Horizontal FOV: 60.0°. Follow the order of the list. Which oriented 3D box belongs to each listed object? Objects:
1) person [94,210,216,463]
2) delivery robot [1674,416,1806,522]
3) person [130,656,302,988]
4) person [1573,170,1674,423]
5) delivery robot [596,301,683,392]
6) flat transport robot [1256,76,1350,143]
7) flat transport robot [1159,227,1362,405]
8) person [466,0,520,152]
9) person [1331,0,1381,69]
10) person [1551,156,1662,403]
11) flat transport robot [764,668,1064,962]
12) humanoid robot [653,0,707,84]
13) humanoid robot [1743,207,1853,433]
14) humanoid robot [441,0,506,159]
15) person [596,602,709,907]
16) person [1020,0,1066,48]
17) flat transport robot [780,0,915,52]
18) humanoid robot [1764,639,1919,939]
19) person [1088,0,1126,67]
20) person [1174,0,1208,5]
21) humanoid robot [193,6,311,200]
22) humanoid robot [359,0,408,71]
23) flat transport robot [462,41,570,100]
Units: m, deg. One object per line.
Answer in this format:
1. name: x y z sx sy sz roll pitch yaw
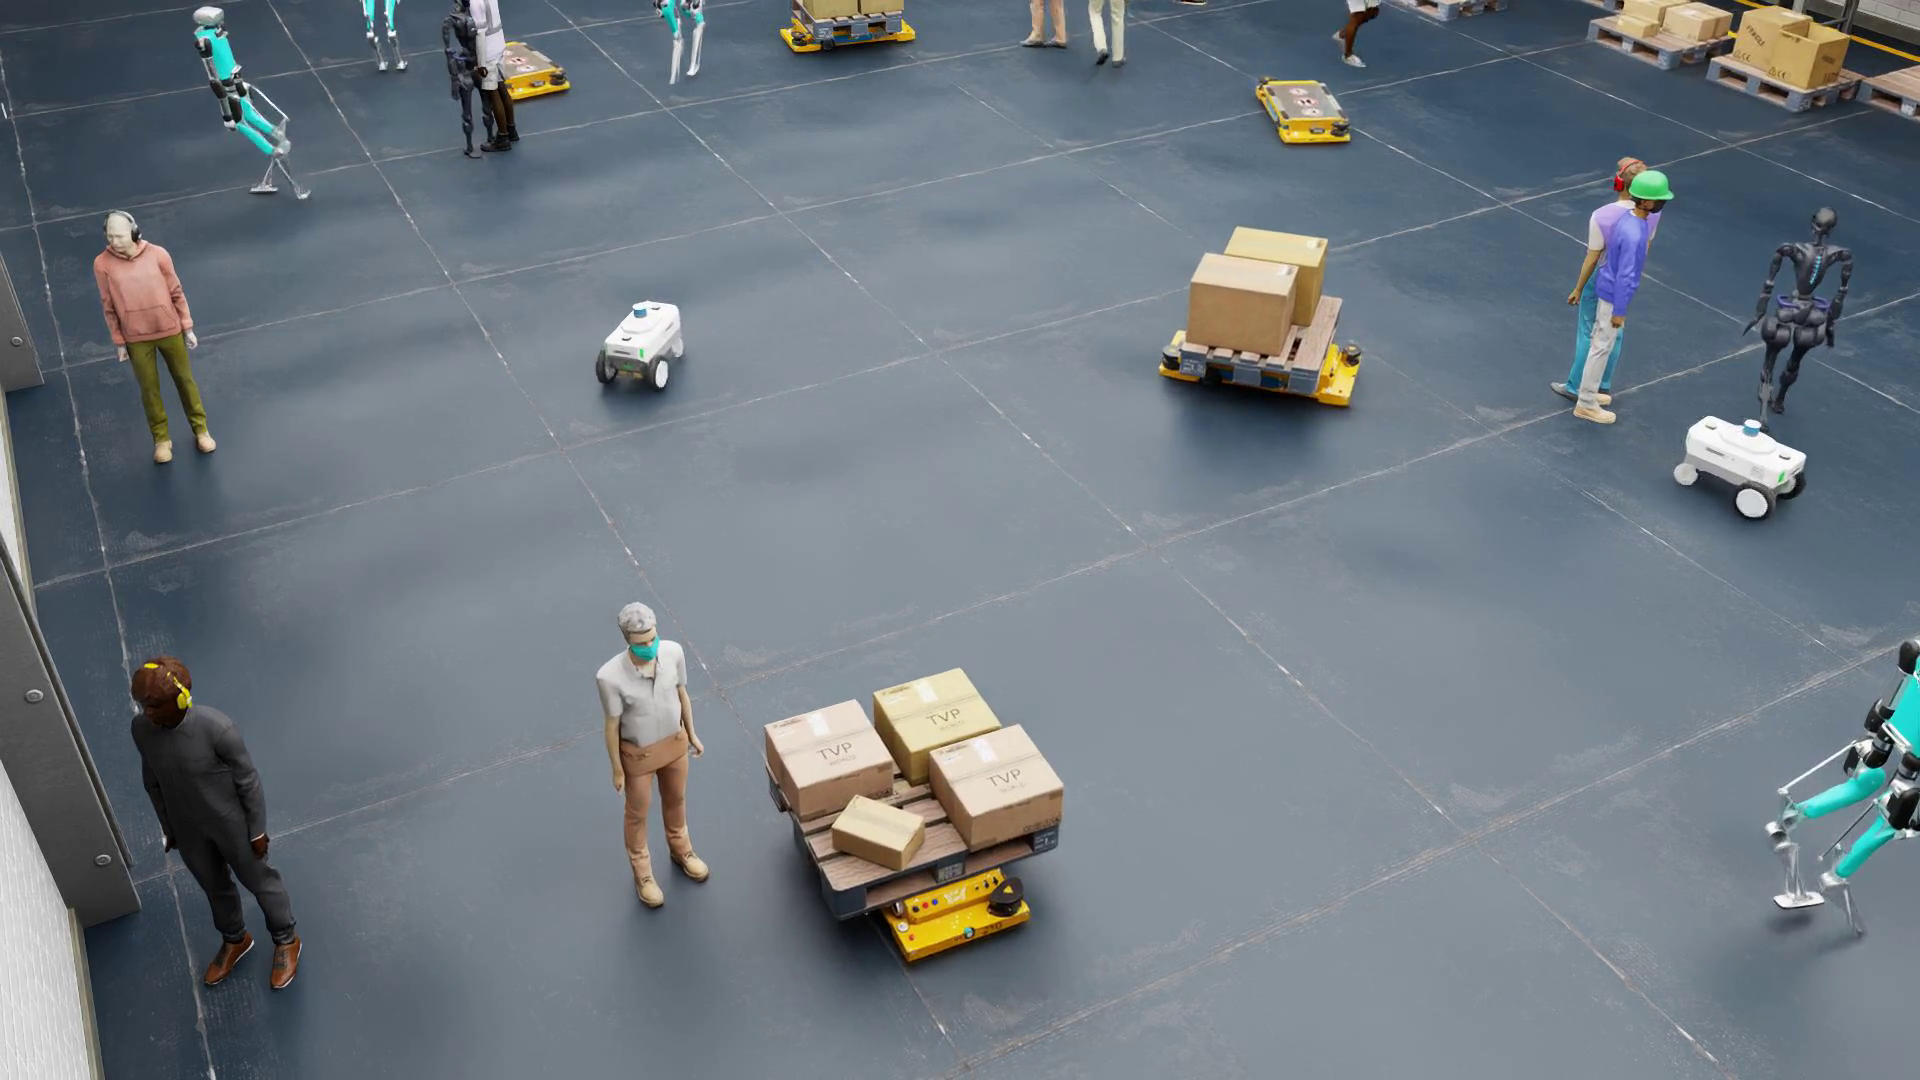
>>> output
1. person: -5.508 -1.410 11.363 0.521 1.835 0.370 -15 38 -21
2. delivery robot: 5.287 -0.513 11.215 0.499 0.614 0.815 -27 43 -33
3. person: -3.364 1.279 7.491 0.504 1.873 0.341 3 35 5
4. person: 4.680 -1.733 11.799 0.361 1.869 0.460 9 36 12
5. delivery robot: -2.403 -1.507 12.599 0.499 0.572 0.747 9 36 13
6. flat transport robot: 3.499 -4.403 17.002 0.659 0.231 1.431 -2 35 -3
7. flat transport robot: 2.288 -1.360 12.658 1.431 0.231 0.659 11 37 15
8. person: -4.568 -4.700 15.984 0.381 1.929 0.541 1 35 1
9. person: 4.354 -6.085 17.965 0.481 1.916 0.595 26 43 32
10. person: 4.675 -1.842 11.971 0.569 1.843 0.373 -12 37 -17
11. flat transport robot: -0.250 1.513 8.556 0.659 0.231 1.431 -15 38 -20
12. humanoid robot: -2.954 -5.731 17.653 0.550 1.826 0.744 9 36 12
13. humanoid robot: 5.899 -1.530 11.723 0.605 1.659 0.700 7 36 10
14. humanoid robot: -4.650 -4.496 15.905 0.312 1.656 0.603 24 42 30
15. person: -1.469 1.003 7.996 0.473 1.746 0.322 -25 42 -31
16. person: 0.926 -6.269 18.455 0.610 1.641 0.503 -1 35 -1
17. flat transport robot: -1.291 -5.846 19.062 1.431 0.231 0.659 -11 37 -16
18. humanoid robot: 4.160 1.190 7.756 0.770 1.812 0.539 -6 35 -8
19. person: 1.615 -5.984 17.898 0.640 1.825 0.451 2 35 3
20. person: 2.782 -7.301 19.684 0.474 1.945 0.602 3 35 4
21. humanoid robot: -6.312 -3.883 15.061 0.817 1.870 0.545 -1 35 -2
22. humanoid robot: -6.227 -5.853 17.720 0.530 1.715 0.698 -5 35 -7
23. flat transport robot: -4.826 -5.099 17.997 0.659 0.231 1.431 -22 41 -28
